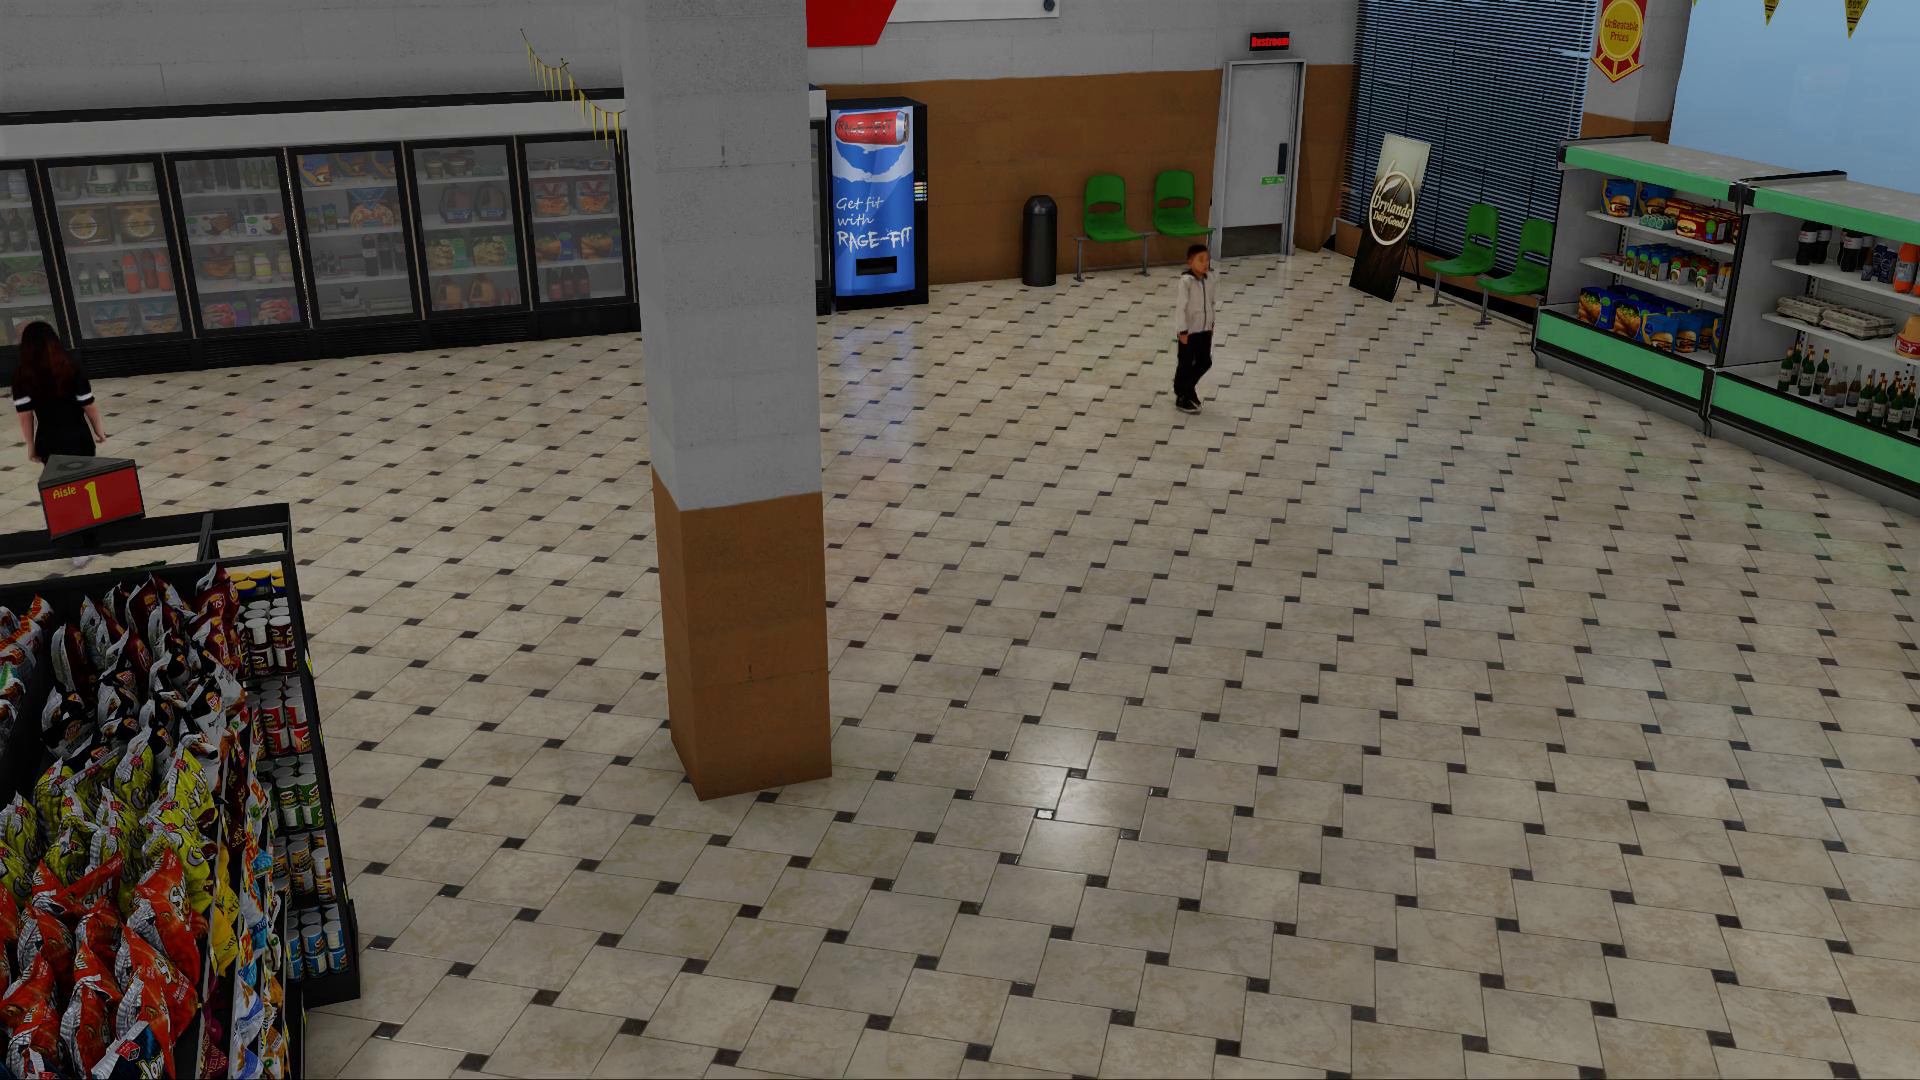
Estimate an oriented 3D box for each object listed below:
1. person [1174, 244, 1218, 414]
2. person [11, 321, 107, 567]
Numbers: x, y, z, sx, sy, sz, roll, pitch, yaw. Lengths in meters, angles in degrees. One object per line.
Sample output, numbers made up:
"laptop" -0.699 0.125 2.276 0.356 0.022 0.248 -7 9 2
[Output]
"person" 1.948 -1.813 14.169 0.655 1.442 0.628 -16 27 -34
"person" -5.899 -0.606 10.931 0.644 1.617 0.896 -6 23 -14
